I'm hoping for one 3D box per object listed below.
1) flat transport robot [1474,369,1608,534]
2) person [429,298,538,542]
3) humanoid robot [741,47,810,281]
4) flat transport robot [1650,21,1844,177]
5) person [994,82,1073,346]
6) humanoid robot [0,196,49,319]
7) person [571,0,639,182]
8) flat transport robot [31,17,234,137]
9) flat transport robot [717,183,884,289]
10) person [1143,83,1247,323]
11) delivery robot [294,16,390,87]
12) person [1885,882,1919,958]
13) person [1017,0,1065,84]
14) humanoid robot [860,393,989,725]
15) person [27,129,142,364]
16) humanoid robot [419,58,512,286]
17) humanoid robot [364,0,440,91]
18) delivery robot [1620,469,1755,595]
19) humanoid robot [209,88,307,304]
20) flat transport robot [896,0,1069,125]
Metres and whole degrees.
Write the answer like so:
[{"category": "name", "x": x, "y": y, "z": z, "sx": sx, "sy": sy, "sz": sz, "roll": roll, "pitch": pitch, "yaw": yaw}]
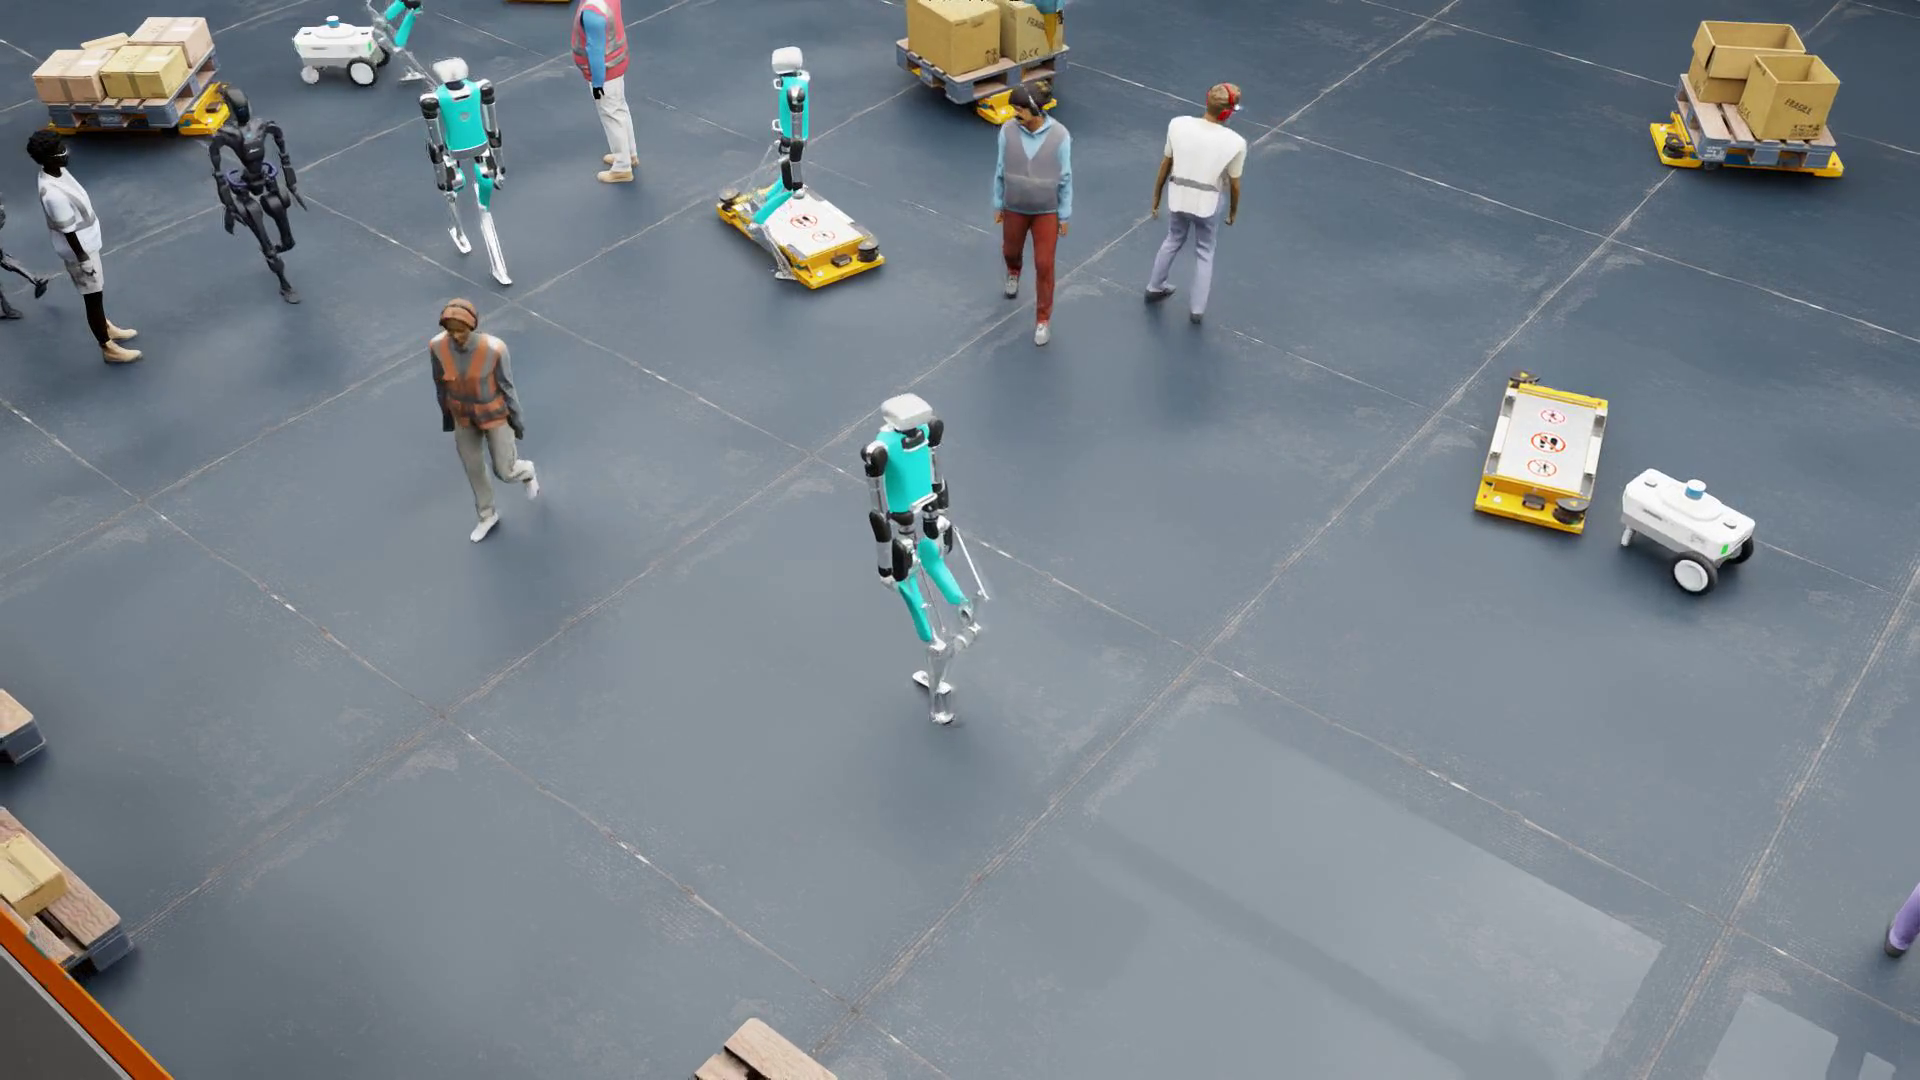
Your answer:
[{"category": "flat transport robot", "x": 3.788, "y": -0.591, "z": 10.774, "sx": 0.659, "sy": 0.231, "sz": 1.431, "roll": 15, "pitch": 43, "yaw": 17}, {"category": "person", "x": -2.839, "y": -0.741, "z": 9.893, "sx": 0.531, "sy": 1.621, "sz": 0.484, "roll": 9, "pitch": 41, "yaw": 11}, {"category": "humanoid robot", "x": -1.376, "y": -2.689, "z": 12.111, "sx": 0.645, "sy": 1.801, "sz": 0.534, "roll": -6, "pitch": 41, "yaw": -7}, {"category": "flat transport robot", "x": 6.616, "y": -3.337, "z": 14.004, "sx": 1.431, "sy": 0.231, "sz": 0.659, "roll": 6, "pitch": 41, "yaw": 6}, {"category": "person", "x": 0.531, "y": -2.353, "z": 11.629, "sx": 0.578, "sy": 1.849, "sz": 0.771, "roll": 10, "pitch": 41, "yaw": 11}, {"category": "humanoid robot", "x": -6.897, "y": -2.293, "z": 11.687, "sx": 0.412, "sy": 1.652, "sz": 0.607, "roll": 3, "pitch": 40, "yaw": 3}, {"category": "person", "x": -2.862, "y": -3.769, "z": 13.311, "sx": 0.431, "sy": 1.836, "sz": 0.628, "roll": 0, "pitch": 40, "yaw": 0}, {"category": "flat transport robot", "x": -7.108, "y": -3.763, "z": 14.505, "sx": 1.431, "sy": 0.231, "sz": 0.659, "roll": 0, "pitch": 40, "yaw": 0}, {"category": "flat transport robot", "x": -1.254, "y": -2.411, "z": 12.915, "sx": 0.659, "sy": 0.231, "sz": 1.431, "roll": -25, "pitch": 46, "yaw": -27}, {"category": "person", "x": 1.640, "y": -2.366, "z": 11.669, "sx": 0.677, "sy": 1.810, "sz": 0.517, "roll": 16, "pitch": 43, "yaw": 18}, {"category": "delivery robot", "x": -5.600, "y": -4.442, "z": 15.097, "sx": 0.807, "sy": 0.613, "sz": 0.499, "roll": 0, "pitch": 40, "yaw": 0}, {"category": "person", "x": 4.605, "y": 1.309, "z": 7.329, "sx": 0.560, "sy": 1.837, "sz": 0.378, "roll": 32, "pitch": 50, "yaw": 32}, {"category": "person", "x": 0.645, "y": -4.616, "z": 14.378, "sx": 0.548, "sy": 1.727, "sz": 0.748, "roll": 8, "pitch": 41, "yaw": 9}, {"category": "humanoid robot", "x": -0.121, "y": 0.155, "z": 8.828, "sx": 0.829, "sy": 1.848, "sz": 0.625, "roll": 31, "pitch": 49, "yaw": 31}, {"category": "person", "x": -5.985, "y": -2.002, "z": 11.328, "sx": 0.317, "sy": 1.696, "sz": 0.539, "roll": -16, "pitch": 43, "yaw": -18}, {"category": "humanoid robot", "x": -3.708, "y": -2.805, "z": 12.275, "sx": 0.531, "sy": 1.777, "sz": 0.997, "roll": -23, "pitch": 46, "yaw": -25}, {"category": "humanoid robot", "x": -4.974, "y": -4.778, "z": 14.561, "sx": 0.731, "sy": 1.800, "sz": 0.539, "roll": -13, "pitch": 42, "yaw": -15}, {"category": "delivery robot", "x": 4.354, "y": -0.096, "z": 9.964, "sx": 0.525, "sy": 0.587, "sz": 0.750, "roll": -30, "pitch": 49, "yaw": -30}, {"category": "humanoid robot", "x": -5.093, "y": -2.523, "z": 11.968, "sx": 0.586, "sy": 1.626, "sz": 0.545, "roll": -31, "pitch": 49, "yaw": -31}, {"category": "flat transport robot", "x": 0.187, "y": -4.149, "z": 14.958, "sx": 0.659, "sy": 0.231, "sz": 1.431, "roll": -24, "pitch": 46, "yaw": -26}]
